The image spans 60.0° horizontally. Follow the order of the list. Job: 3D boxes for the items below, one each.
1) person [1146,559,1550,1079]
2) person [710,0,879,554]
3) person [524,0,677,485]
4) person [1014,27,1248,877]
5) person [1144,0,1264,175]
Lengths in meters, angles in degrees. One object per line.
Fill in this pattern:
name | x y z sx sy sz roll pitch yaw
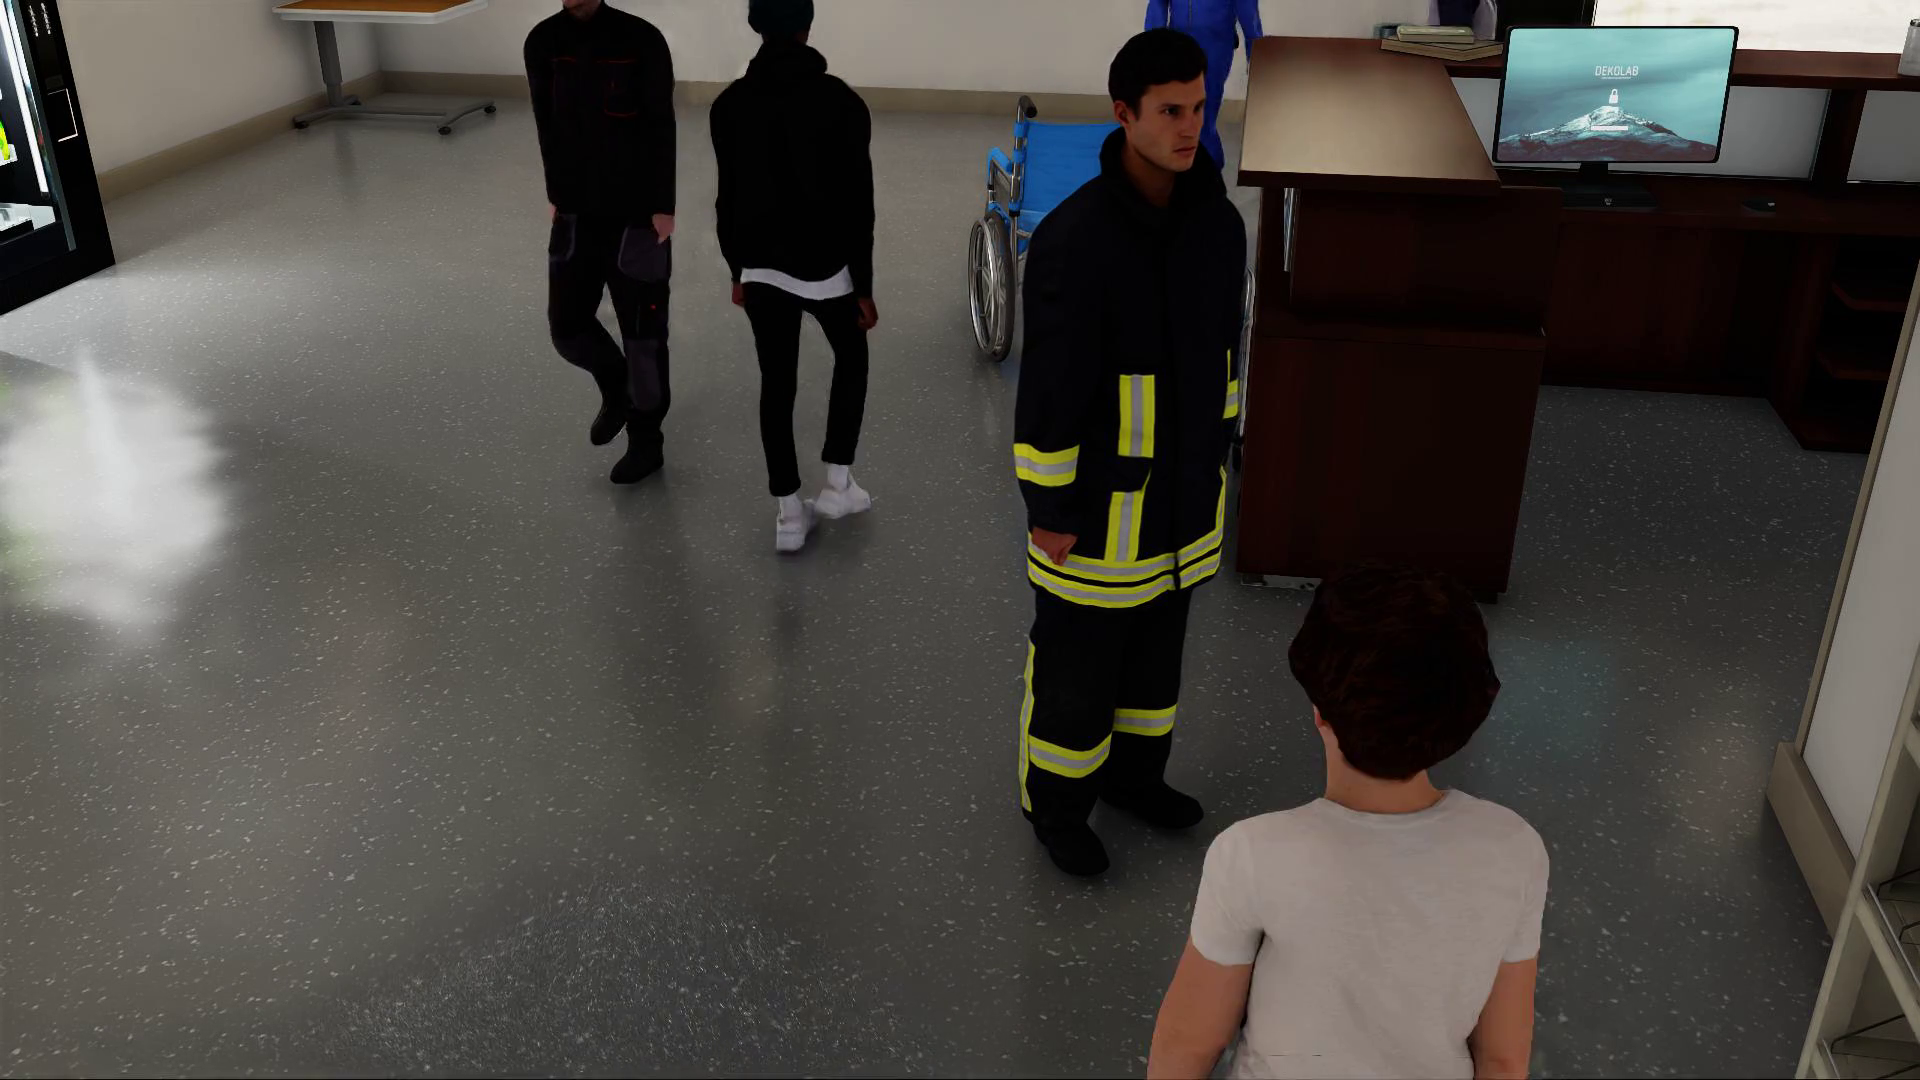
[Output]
person | 0.467 0.836 1.969 0.830 1.628 1.109 -4 26 -9
person | -0.528 -0.801 5.159 0.681 1.805 0.650 5 26 10
person | -1.175 -1.147 5.768 0.691 1.900 0.755 6 26 12
person | 0.370 -0.162 3.695 0.880 1.925 0.951 -18 31 -33
person | 1.371 -2.682 9.106 1.085 1.765 1.334 13 29 25
